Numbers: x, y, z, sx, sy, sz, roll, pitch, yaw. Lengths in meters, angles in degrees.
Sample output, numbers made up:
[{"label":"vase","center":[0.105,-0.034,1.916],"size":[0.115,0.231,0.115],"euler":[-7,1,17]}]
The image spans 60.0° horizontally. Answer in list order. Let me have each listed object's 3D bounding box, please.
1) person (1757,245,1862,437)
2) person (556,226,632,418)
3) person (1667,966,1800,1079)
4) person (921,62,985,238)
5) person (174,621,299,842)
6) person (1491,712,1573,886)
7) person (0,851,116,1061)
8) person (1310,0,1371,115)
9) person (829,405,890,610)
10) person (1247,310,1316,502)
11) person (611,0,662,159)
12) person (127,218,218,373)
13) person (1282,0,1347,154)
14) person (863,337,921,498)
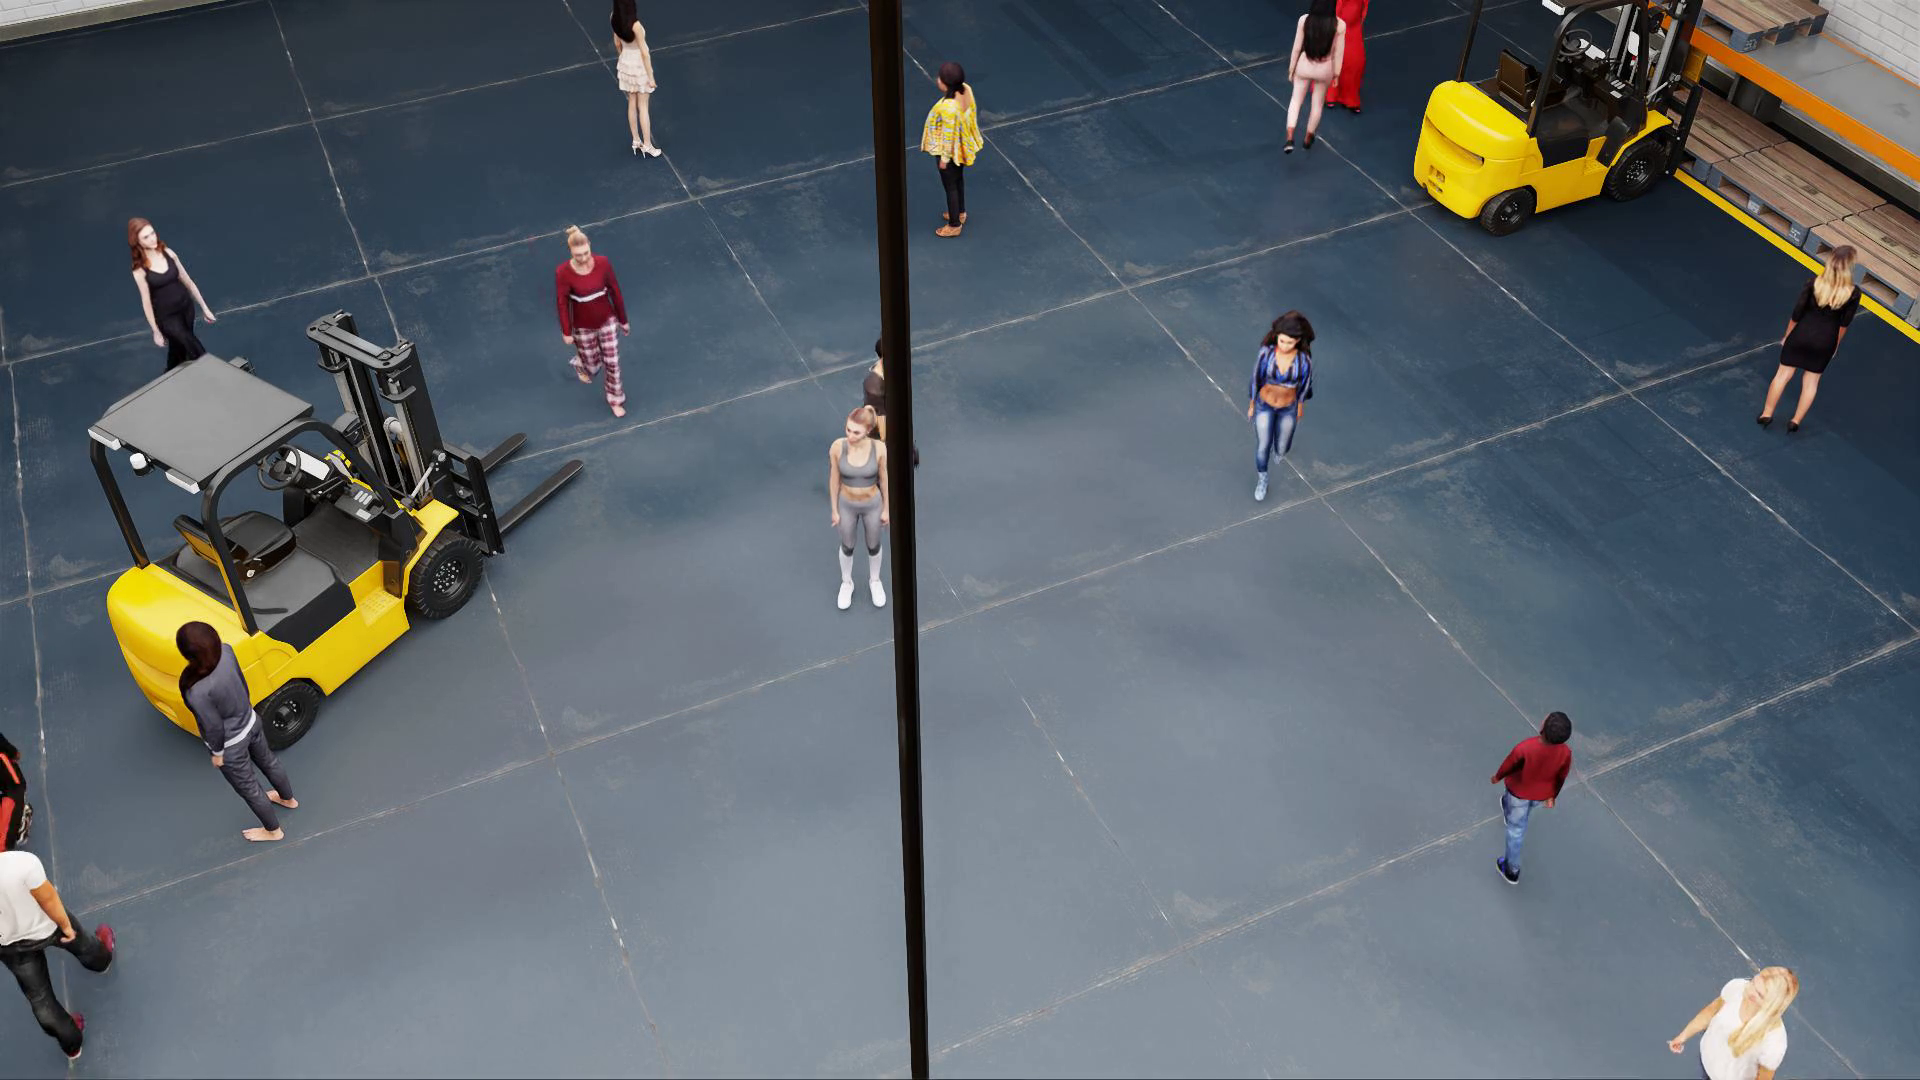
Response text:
[{"label":"person","center":[6.482,-1.507,12.671],"size":[0.590,1.676,0.670],"euler":[18,47,18]},{"label":"person","center":[-2.874,-1.728,12.893],"size":[0.707,1.689,0.813],"euler":[-25,49,-24]},{"label":"person","center":[3.860,2.647,8.246],"size":[0.996,1.764,1.189],"euler":[-1,44,-1]},{"label":"person","center":[-0.060,-3.468,14.744],"size":[0.945,1.655,0.881],"euler":[10,45,11]},{"label":"person","center":[-4.297,1.118,9.847],"size":[0.757,1.770,0.649],"euler":[5,44,5]},{"label":"person","center":[3.374,1.517,9.824],"size":[0.714,1.224,0.949],"euler":[-2,44,-2]},{"label":"person","center":[-4.951,2.132,8.789],"size":[0.707,1.771,1.037],"euler":[-14,45,-14]},{"label":"person","center":[3.741,-5.084,16.365],"size":[0.660,1.769,0.801],"euler":[-14,45,-14]},{"label":"person","center":[-0.677,-0.238,11.317],"size":[0.631,1.706,0.634],"euler":[-1,44,-2]},{"label":"person","center":[2.329,-1.006,12.193],"size":[0.826,1.609,0.888],"euler":[12,45,13]},{"label":"person","center":[-3.071,-4.420,15.684],"size":[0.594,1.736,0.716],"euler":[30,51,28]},{"label":"person","center":[-6.159,-1.754,12.916],"size":[1.167,1.695,1.085],"euler":[16,46,16]},{"label":"person","center":[3.317,-4.361,15.643],"size":[0.976,1.707,1.033],"euler":[14,45,14]},{"label":"person","center":[-0.581,-0.807,11.921],"size":[0.798,1.696,0.746],"euler":[16,46,16]}]
